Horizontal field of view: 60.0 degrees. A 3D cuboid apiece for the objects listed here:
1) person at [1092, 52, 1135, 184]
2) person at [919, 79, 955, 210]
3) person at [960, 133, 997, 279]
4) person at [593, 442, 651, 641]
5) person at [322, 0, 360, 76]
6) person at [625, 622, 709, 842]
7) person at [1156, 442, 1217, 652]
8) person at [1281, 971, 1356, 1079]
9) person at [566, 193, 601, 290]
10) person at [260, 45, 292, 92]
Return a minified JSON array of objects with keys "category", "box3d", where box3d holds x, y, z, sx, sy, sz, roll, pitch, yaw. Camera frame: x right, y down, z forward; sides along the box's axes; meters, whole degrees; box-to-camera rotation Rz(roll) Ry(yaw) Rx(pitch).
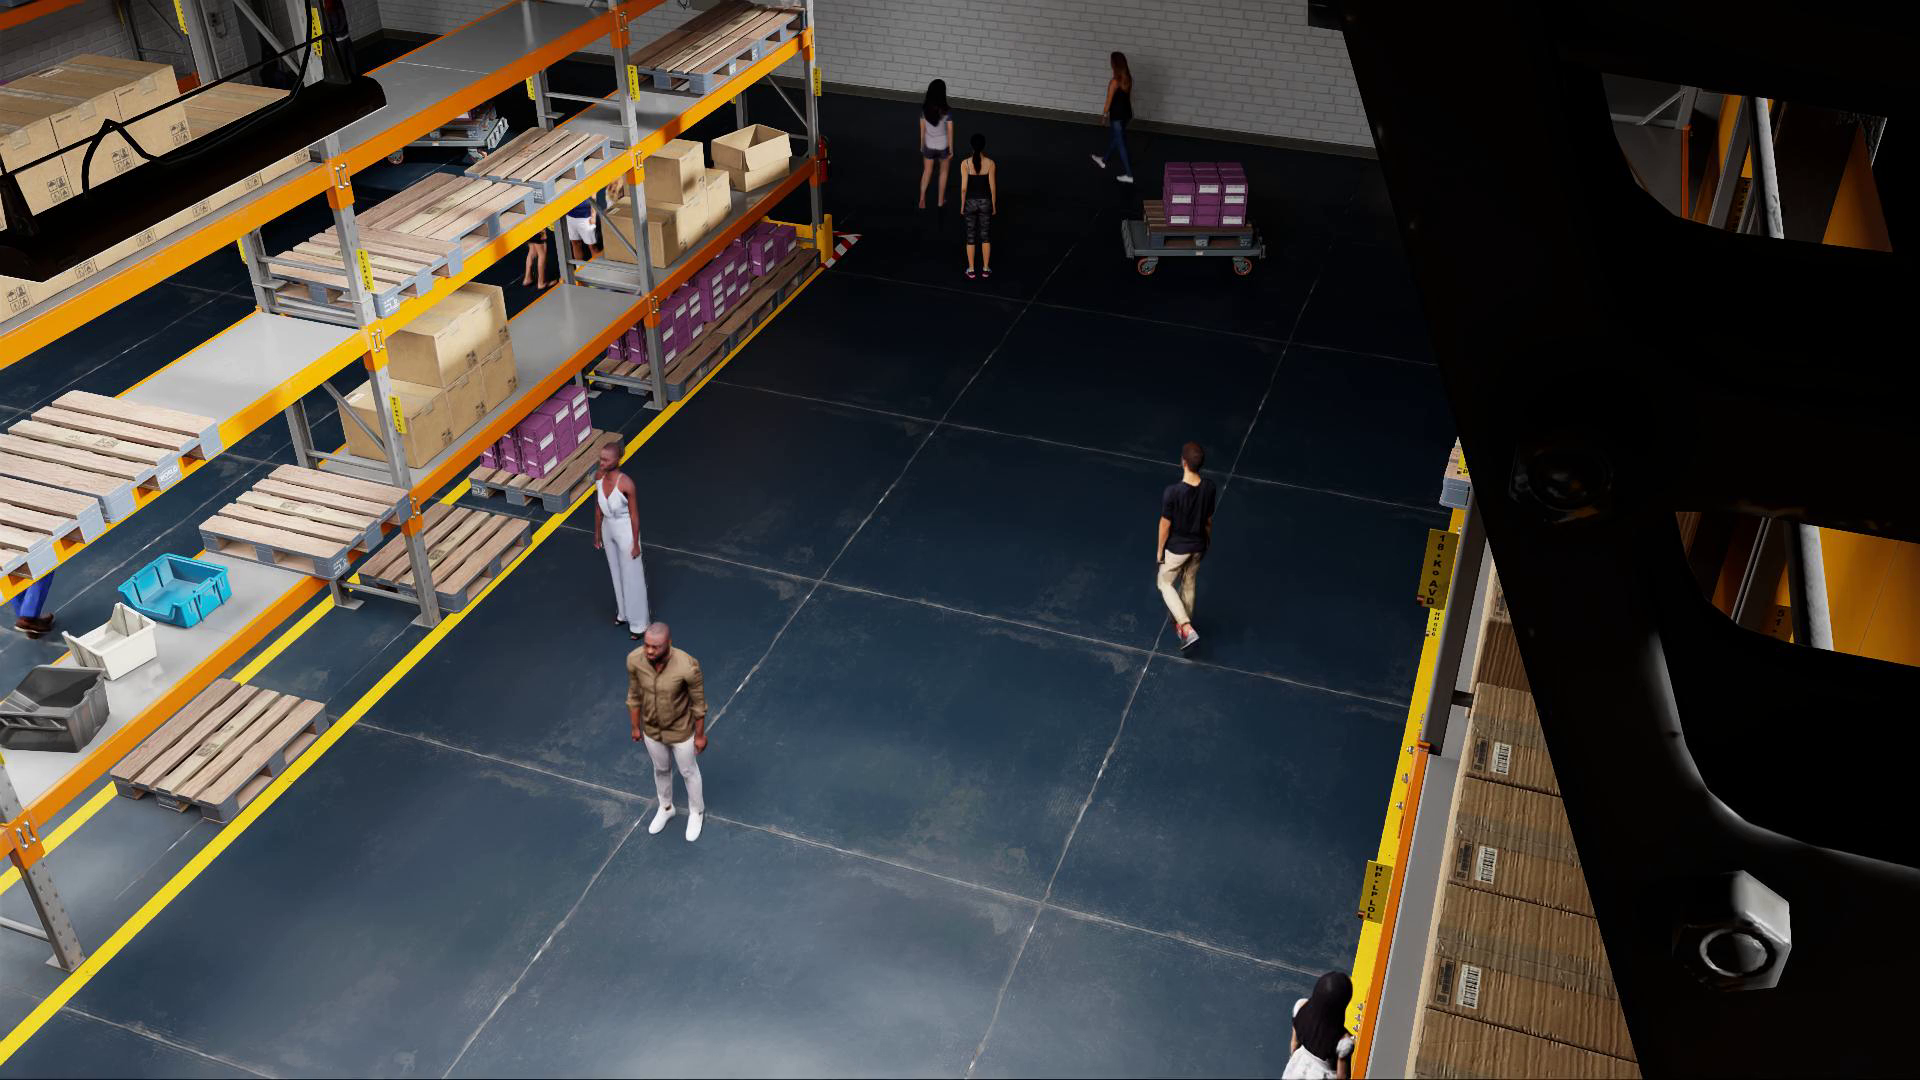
[{"category":"person","box3d":[2.165,-5.532,21.938,0.881,1.669,1.062,25,41,33]},{"category":"person","box3d":[-0.321,-4.966,21.068,0.624,1.688,0.894,9,35,13]},{"category":"person","box3d":[0.206,-3.907,19.439,0.651,1.729,0.655,-2,34,-2]},{"category":"person","box3d":[-2.750,-0.028,13.553,0.628,1.783,0.591,21,39,29]},{"category":"person","box3d":[-9.122,-7.286,24.477,0.654,1.779,0.459,15,36,21]},{"category":"person","box3d":[-2.008,1.294,11.527,0.745,1.825,0.585,8,34,12]},{"category":"person","box3d":[1.845,0.103,13.308,0.933,1.837,1.008,-12,36,-18]},{"category":"person","box3d":[1.920,2.995,9.018,0.810,1.769,0.781,-23,40,-30]},{"category":"person","box3d":[-4.381,-3.785,19.162,0.669,1.833,0.603,18,37,25]},{"category":"person","box3d":[-9.063,-5.726,22.172,0.602,1.732,0.527,14,36,20]}]
